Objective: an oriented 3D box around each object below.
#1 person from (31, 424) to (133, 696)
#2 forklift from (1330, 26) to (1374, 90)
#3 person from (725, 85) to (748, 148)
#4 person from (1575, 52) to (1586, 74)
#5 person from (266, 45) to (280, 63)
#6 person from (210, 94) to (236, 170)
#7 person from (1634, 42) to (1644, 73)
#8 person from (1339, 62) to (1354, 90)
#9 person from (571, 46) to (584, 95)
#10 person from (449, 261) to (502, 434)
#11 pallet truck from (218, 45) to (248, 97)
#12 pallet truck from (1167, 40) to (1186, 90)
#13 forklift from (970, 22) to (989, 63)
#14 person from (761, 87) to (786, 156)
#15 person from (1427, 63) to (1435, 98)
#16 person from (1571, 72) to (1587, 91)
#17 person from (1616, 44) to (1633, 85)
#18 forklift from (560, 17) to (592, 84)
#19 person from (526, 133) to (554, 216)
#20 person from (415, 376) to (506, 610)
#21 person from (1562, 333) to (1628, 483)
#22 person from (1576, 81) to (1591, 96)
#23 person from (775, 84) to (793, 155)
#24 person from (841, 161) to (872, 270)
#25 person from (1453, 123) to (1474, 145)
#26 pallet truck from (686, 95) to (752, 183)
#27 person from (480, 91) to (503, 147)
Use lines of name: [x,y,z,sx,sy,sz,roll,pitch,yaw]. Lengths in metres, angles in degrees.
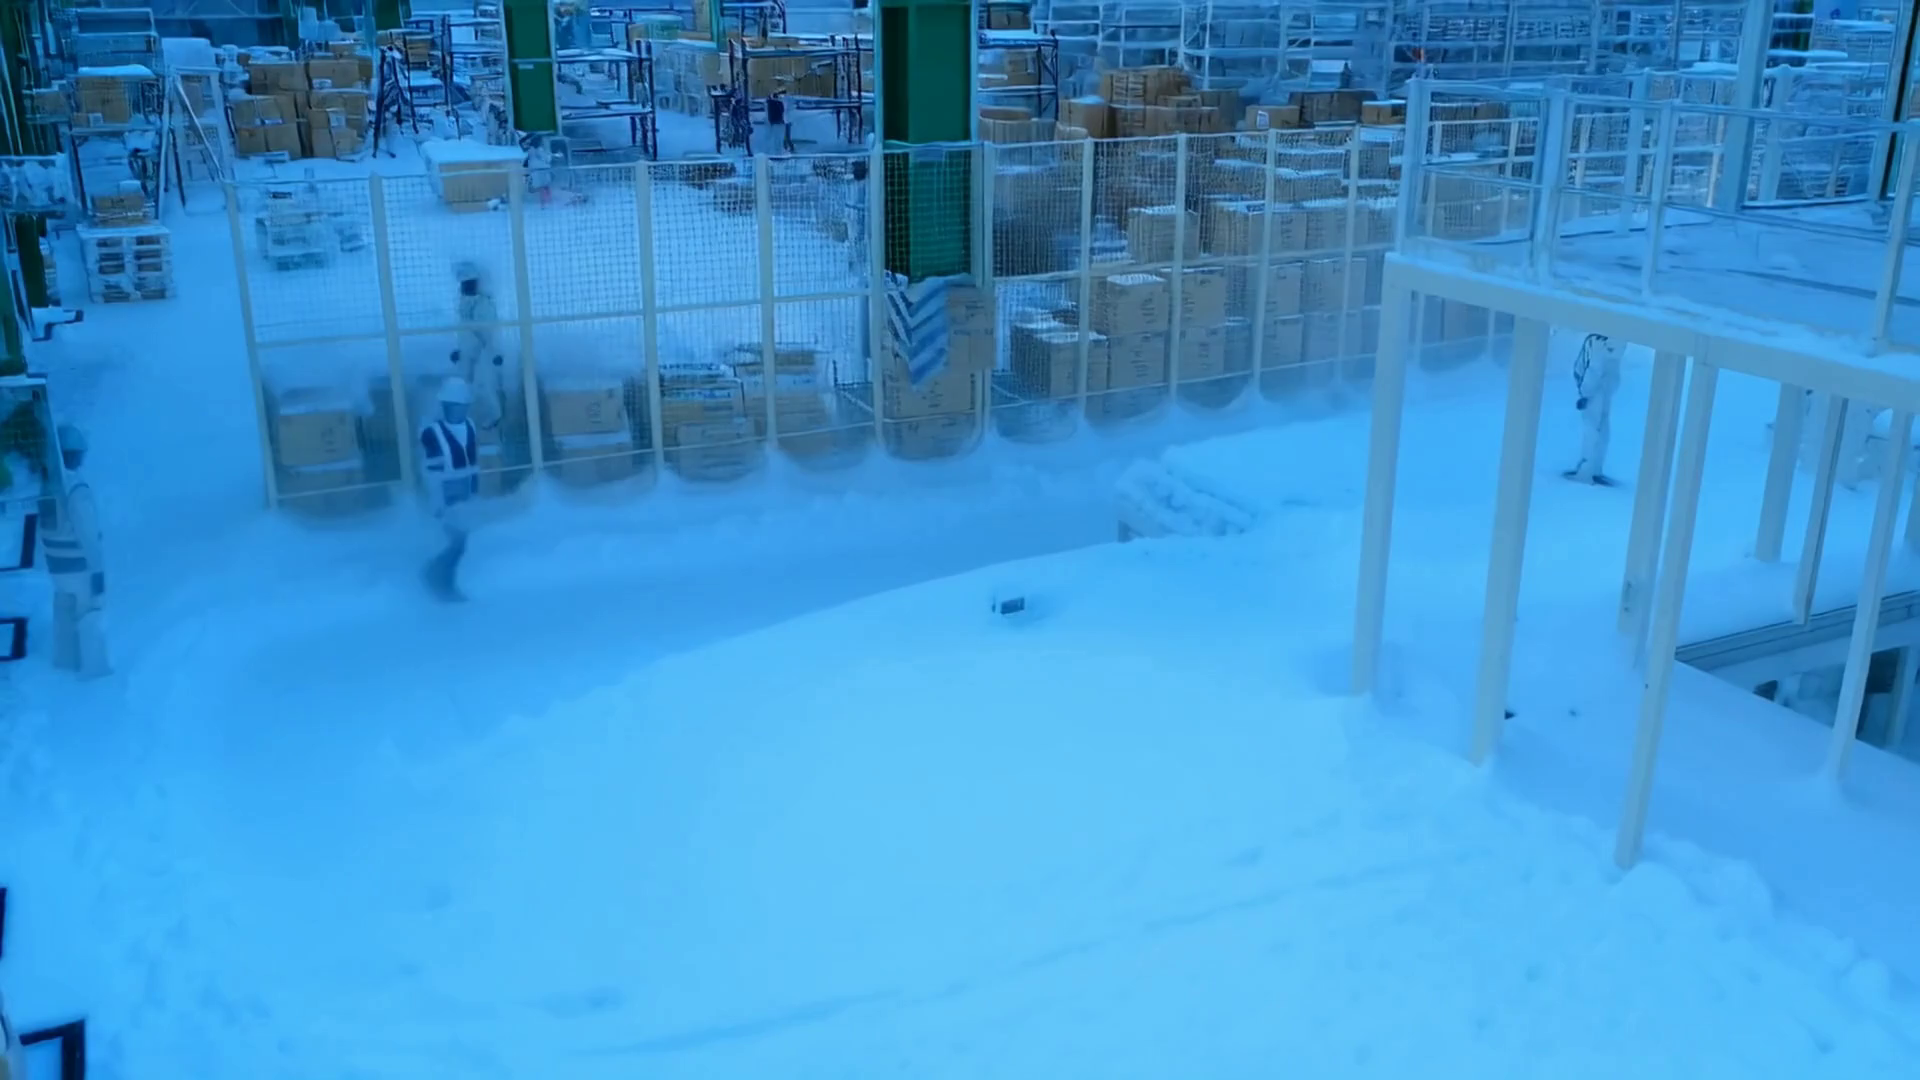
person: [-6.214,0.130,11.720,0.610,1.936,0.420,11,22,30]
forklift: [14.800,-17.605,61.704,1.873,2.768,1.129,-9,21,-25]
person: [-6.102,-11.363,45.107,0.633,1.891,0.487,-18,26,-41]
person: [24.691,-18.514,66.125,0.542,1.695,0.316,13,23,32]
person: [-28.406,-19.496,68.746,0.811,1.854,0.618,12,23,32]
person: [-18.558,-10.305,41.960,0.545,1.943,0.347,-10,21,-26]
person: [31.450,-22.234,77.005,0.278,1.633,0.498,4,19,10]
person: [13.945,-16.417,60.106,0.539,1.656,0.835,12,22,31]
person: [-15.281,-18.778,66.562,0.549,1.919,0.717,-12,23,-32]
person: [-5.333,-2.111,18.265,0.589,1.907,0.510,13,23,34]
pallet truck: [-28.879,-18.665,66.111,0.823,1.965,1.885,-3,19,-9]
pallet truck: [9.045,-19.971,69.895,0.823,1.965,1.885,-3,19,-8]
forklift: [0.690,-19.464,67.093,1.129,2.768,1.873,-10,21,-26]
person: [-4.930,-11.090,44.291,0.814,1.915,0.636,13,23,32]
person: [15.915,-15.253,56.491,0.968,1.818,0.545,-1,19,-3]
person: [18.087,-12.814,49.084,0.683,2.000,0.813,2,19,5]
person: [28.367,-20.204,70.869,0.711,1.791,0.798,-2,19,-6]
forklift: [-16.414,-21.275,72.343,1.873,2.768,1.129,-12,22,-31]
person: [-8.678,-7.505,34.226,0.563,1.677,0.538,6,20,16]
person: [-4.050,-0.386,13.255,0.782,1.915,0.553,12,22,31]
person: [6.323,-1.487,16.550,0.429,1.844,0.627,17,25,40]
person: [17.550,-12.097,47.155,0.547,1.942,0.351,13,23,33]
person: [-4.855,-11.438,45.298,0.631,1.903,0.607,0,19,1]
person: [-1.699,-5.497,28.178,0.631,1.840,0.428,-6,20,-17]
person: [10.878,-8.203,36.132,0.534,1.767,0.319,-8,21,-21]
pallet truck: [-5.836,-9.608,39.856,0.823,1.965,1.885,10,22,27]
person: [-12.294,-10.812,43.594,0.551,1.831,0.447,-10,21,-26]
